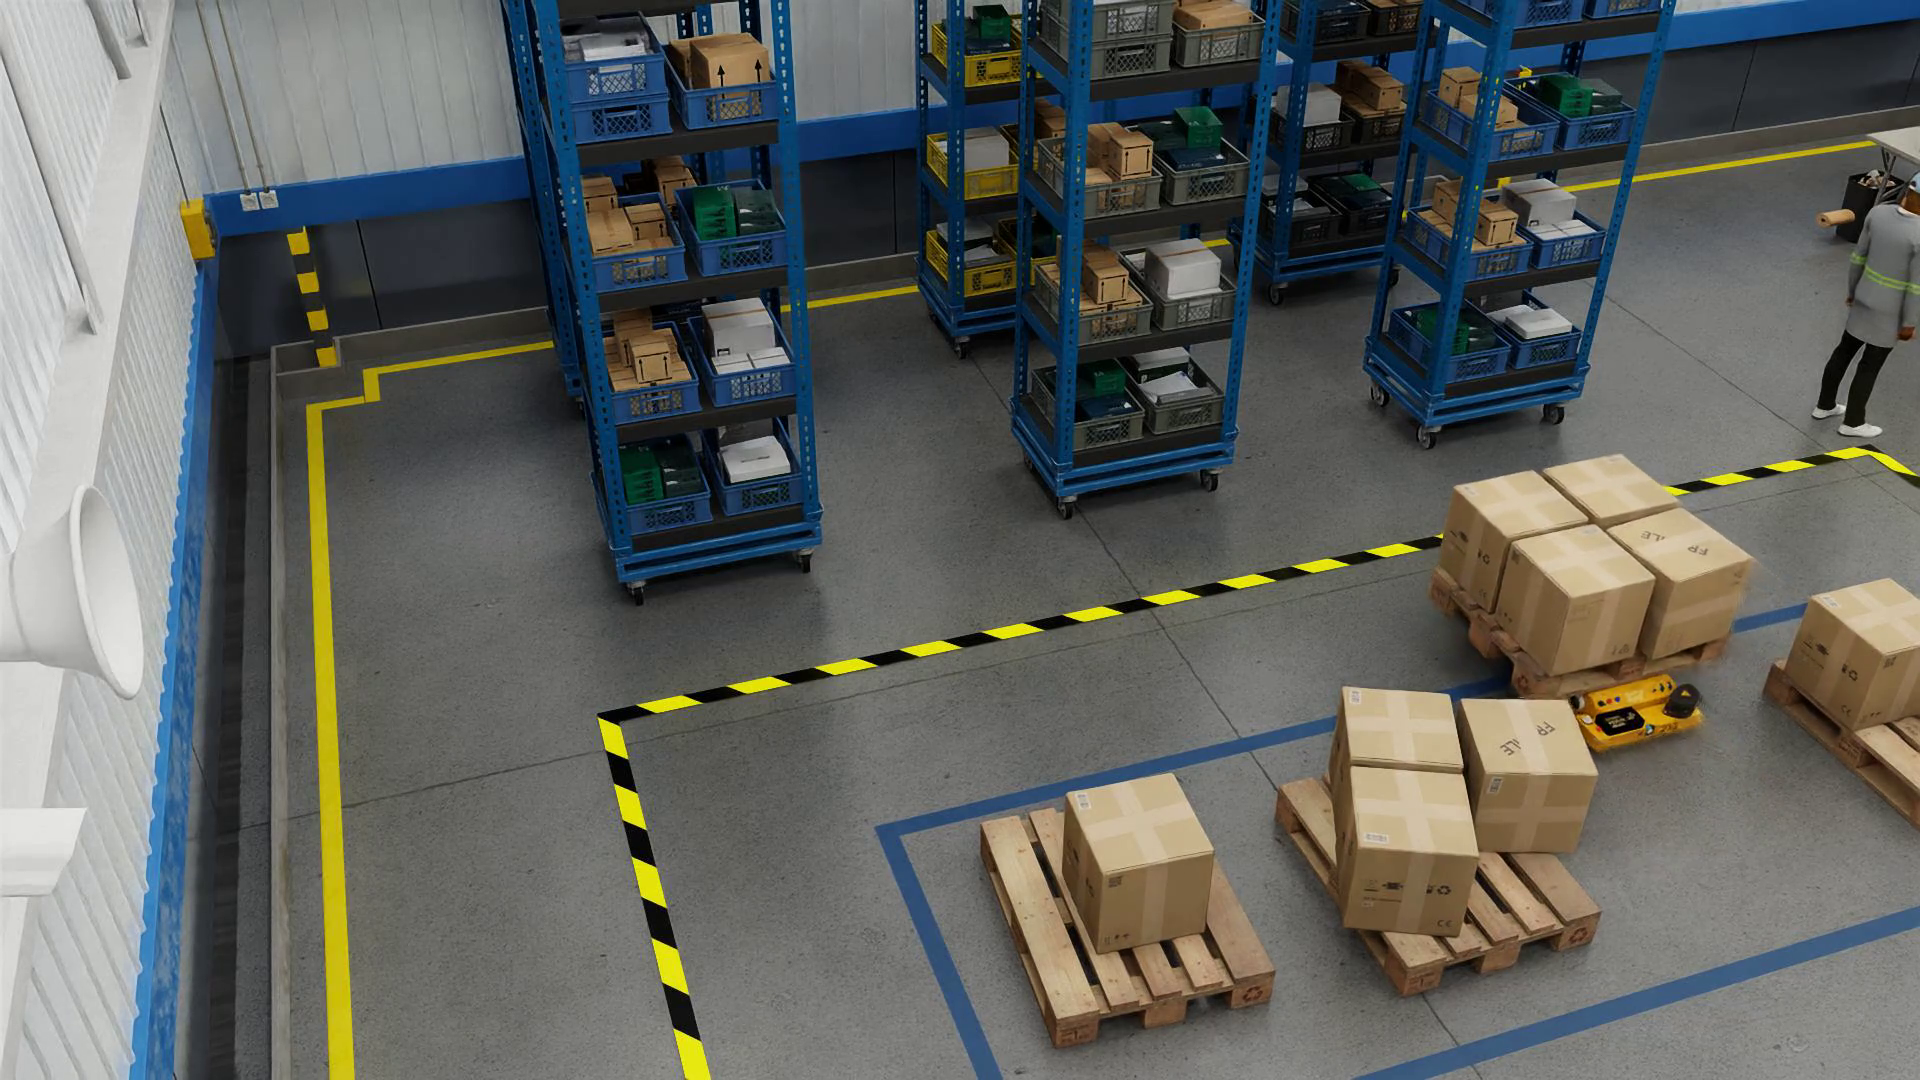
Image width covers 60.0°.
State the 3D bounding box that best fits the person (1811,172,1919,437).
[{"bbox_3d":[6.053,-1.549,10.883,0.399,1.847,0.587,-10,36,-14],"label":"person"}]

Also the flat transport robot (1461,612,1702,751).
[{"bbox_3d":[3.377,0.574,9.217,0.652,0.197,1.431,-11,37,-15],"label":"flat transport robot"}]
